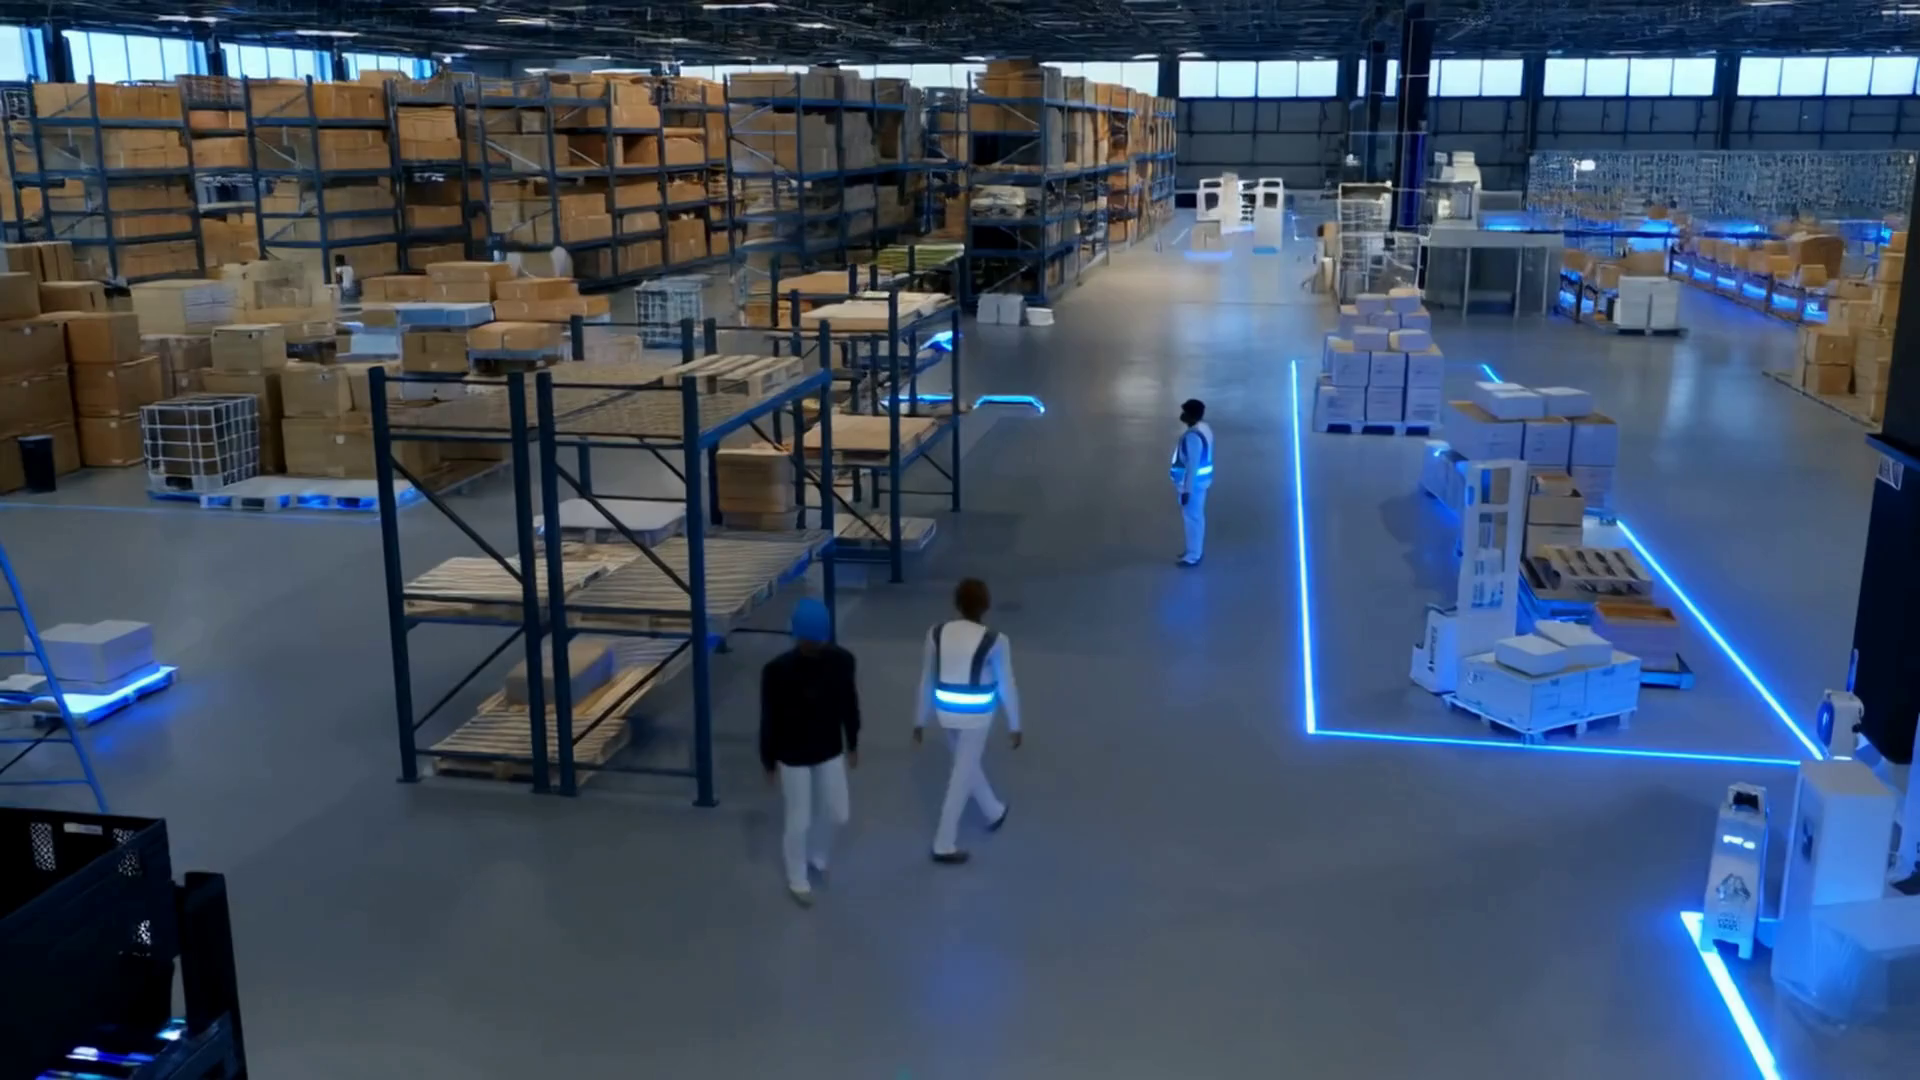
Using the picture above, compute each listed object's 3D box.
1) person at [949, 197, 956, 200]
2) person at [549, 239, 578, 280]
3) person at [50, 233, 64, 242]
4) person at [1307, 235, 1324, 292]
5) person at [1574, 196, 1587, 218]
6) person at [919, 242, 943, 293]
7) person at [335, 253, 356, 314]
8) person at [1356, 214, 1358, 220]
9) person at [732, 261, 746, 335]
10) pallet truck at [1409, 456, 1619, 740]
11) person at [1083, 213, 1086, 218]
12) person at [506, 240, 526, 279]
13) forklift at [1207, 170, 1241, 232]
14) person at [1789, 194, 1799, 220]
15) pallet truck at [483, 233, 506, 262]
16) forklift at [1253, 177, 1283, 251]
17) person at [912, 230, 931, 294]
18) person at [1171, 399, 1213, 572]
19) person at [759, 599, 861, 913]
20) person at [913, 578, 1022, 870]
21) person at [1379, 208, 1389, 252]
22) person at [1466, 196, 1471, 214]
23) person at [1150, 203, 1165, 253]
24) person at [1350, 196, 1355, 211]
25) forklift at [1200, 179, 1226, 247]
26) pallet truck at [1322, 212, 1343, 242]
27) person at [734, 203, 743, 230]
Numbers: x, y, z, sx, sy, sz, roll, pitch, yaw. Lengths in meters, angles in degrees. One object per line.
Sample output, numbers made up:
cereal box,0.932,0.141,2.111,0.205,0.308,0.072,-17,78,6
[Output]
person,-0.492,-18.838,91.953,0.584,1.772,0.959,0,14,-1
person,-10.303,-6.814,42.968,0.656,1.869,1.050,12,18,40
person,-23.828,-7.138,44.096,0.966,1.946,0.616,-6,15,-21
person,10.330,-8.019,48.261,0.408,1.657,0.563,2,14,8
person,26.918,-14.010,72.221,0.572,1.840,0.373,-3,14,-11
person,-0.714,-6.380,41.082,0.585,1.915,0.694,-1,14,-3
person,-14.039,-5.585,37.898,0.561,1.898,0.658,0,14,0
person,16.090,-12.842,67.323,0.909,1.909,0.644,8,16,29
person,-5.080,-5.579,38.285,0.315,1.698,0.541,0,14,-1
pallet truck,4.504,0.400,13.395,0.823,1.965,1.885,-6,15,-23
person,5.778,-15.449,77.925,0.409,1.910,0.651,-9,16,-32
person,-11.153,-6.623,42.065,1.037,1.910,0.622,2,14,7
forklift,12.527,-15.808,77.384,1.873,2.768,1.129,11,18,38
person,37.380,-14.579,74.561,0.404,1.829,0.591,11,18,39
pallet truck,-11.832,-7.026,43.548,1.885,1.965,0.823,8,16,28
forklift,12.083,-12.747,64.956,1.129,2.768,1.873,3,14,10
person,-1.030,-7.814,46.996,0.667,1.884,0.706,4,14,16
person,2.459,-0.585,17.717,0.429,1.844,0.625,4,14,17
person,-0.868,1.280,9.884,0.688,1.967,0.480,-7,16,-27
person,0.071,1.148,10.712,0.618,1.822,0.997,9,16,32
person,16.335,-11.997,64.352,0.448,1.686,0.548,-11,17,-37
person,22.119,-14.208,73.048,0.600,1.829,0.404,5,15,18
person,7.558,-12.015,64.005,0.637,1.902,0.406,-10,17,-34
person,20.654,-17.769,87.714,0.485,1.735,0.346,-11,18,-38
forklift,9.577,-12.349,63.341,1.129,2.768,1.873,3,14,10
pallet truck,15.874,-13.227,70.310,0.680,1.201,1.601,10,17,35
person,-9.202,-13.256,69.364,0.533,1.739,0.760,2,14,8
